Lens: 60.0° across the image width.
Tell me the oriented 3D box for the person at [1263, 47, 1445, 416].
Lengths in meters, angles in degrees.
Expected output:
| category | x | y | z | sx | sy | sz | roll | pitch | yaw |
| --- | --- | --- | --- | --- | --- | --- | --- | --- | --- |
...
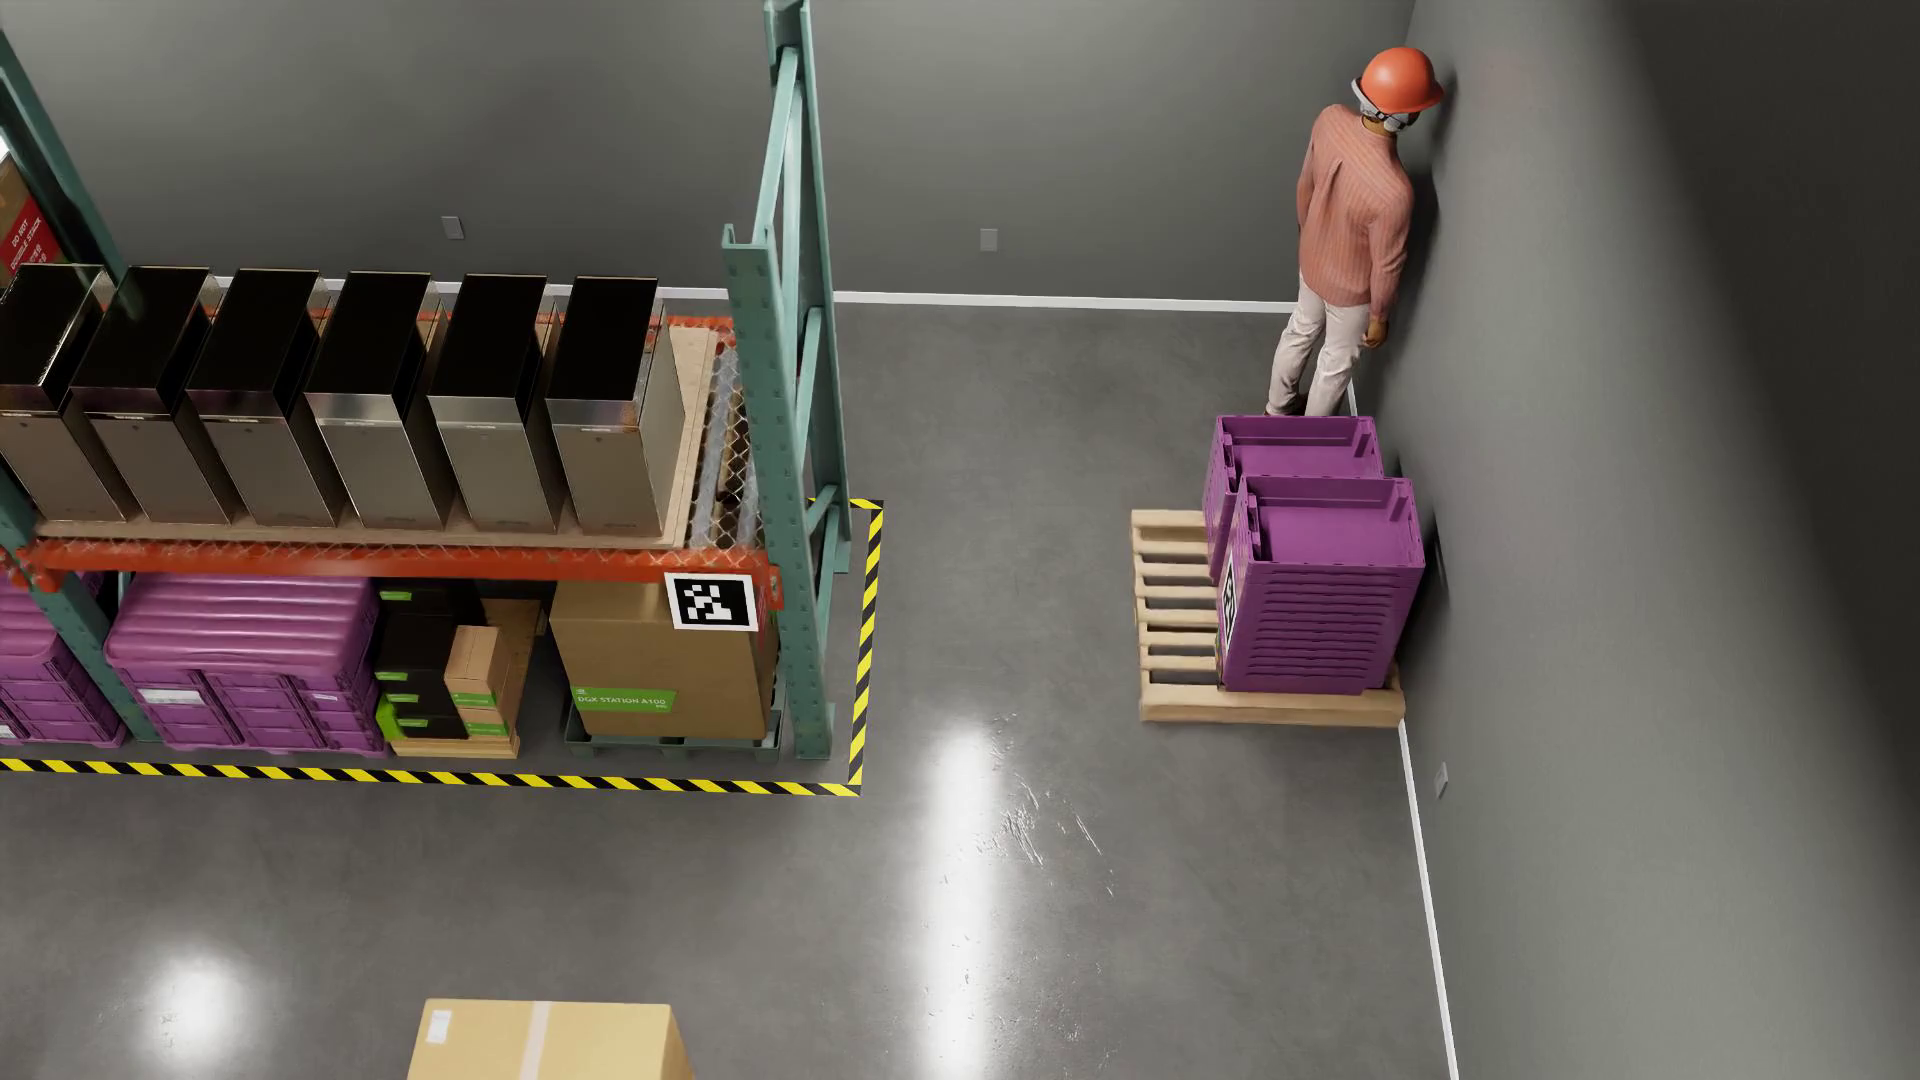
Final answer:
| category | x | y | z | sx | sy | sz | roll | pitch | yaw |
| --- | --- | --- | --- | --- | --- | --- | --- | --- | --- |
| person | 1.514 | -1.058 | 6.490 | 0.385 | 1.993 | 0.623 | -18 | 54 | -14 |
